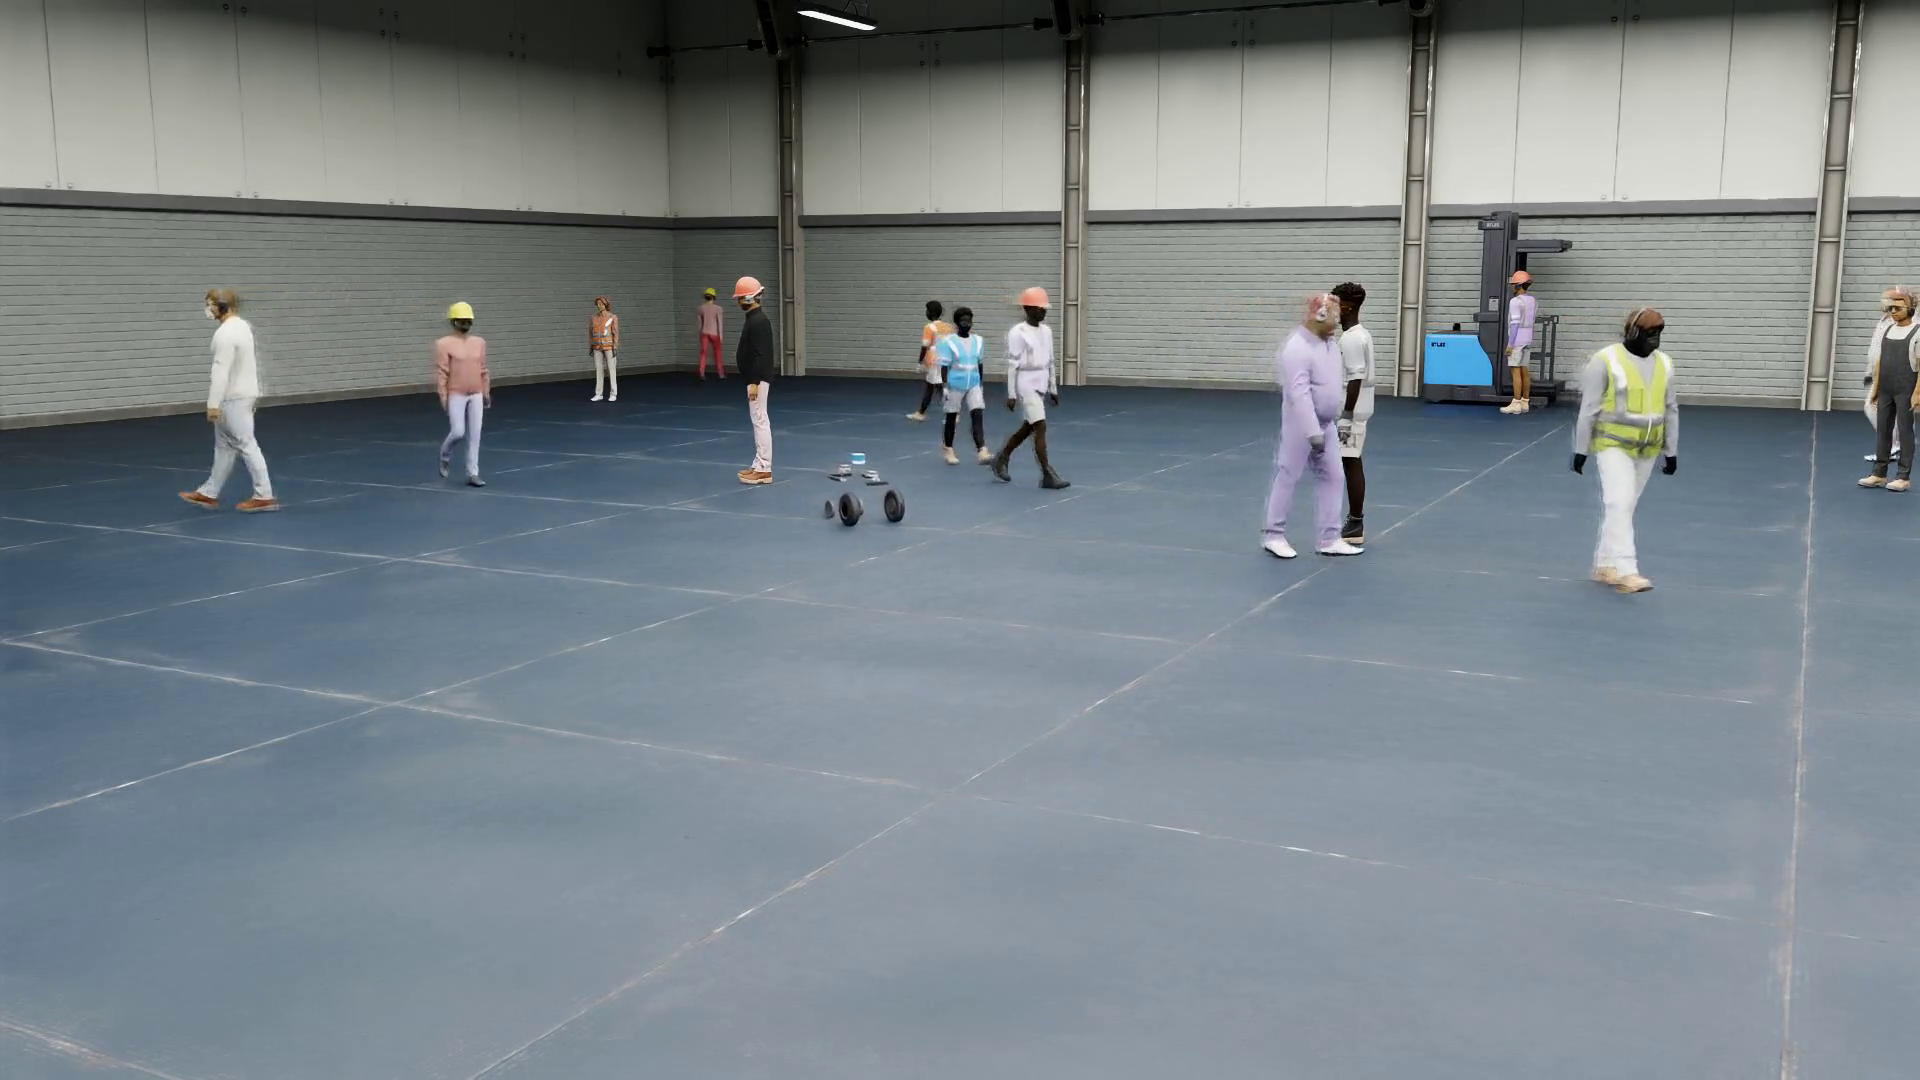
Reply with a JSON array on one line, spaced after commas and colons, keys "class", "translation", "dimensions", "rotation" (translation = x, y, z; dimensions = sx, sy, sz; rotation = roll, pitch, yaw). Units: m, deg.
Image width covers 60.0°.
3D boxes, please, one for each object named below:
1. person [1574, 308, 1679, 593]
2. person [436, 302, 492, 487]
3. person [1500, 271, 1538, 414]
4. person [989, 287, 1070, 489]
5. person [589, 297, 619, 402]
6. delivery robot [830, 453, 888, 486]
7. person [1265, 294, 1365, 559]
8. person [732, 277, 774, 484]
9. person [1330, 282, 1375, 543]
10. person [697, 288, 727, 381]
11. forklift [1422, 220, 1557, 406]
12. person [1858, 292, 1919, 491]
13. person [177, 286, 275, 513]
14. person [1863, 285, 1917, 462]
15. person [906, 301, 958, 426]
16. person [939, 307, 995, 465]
[{"class": "person", "translation": [4.329, -0.558, 10.583], "dimensions": [0.645, 1.802, 0.875], "rotation": [-3, 10, -15]}, {"class": "person", "translation": [-4.762, -1.395, 15.885], "dimensions": [0.484, 1.757, 0.523], "rotation": [8, 12, 42]}, {"class": "person", "translation": [8.040, -2.849, 23.977], "dimensions": [0.616, 2.041, 0.382], "rotation": [-9, 13, -43]}, {"class": "person", "translation": [0.646, -1.466, 15.905], "dimensions": [0.956, 1.904, 0.554], "rotation": [8, 12, 39]}, {"class": "person", "translation": [-5.594, -2.997, 26.132], "dimensions": [0.514, 1.641, 0.307], "rotation": [3, 10, 18]}, {"class": "delivery robot", "translation": [-0.834, -0.599, 13.722], "dimensions": [0.335, 0.223, 0.698], "rotation": [-5, 11, -30]}, {"class": "person", "translation": [2.521, -0.794, 11.793], "dimensions": [0.765, 1.876, 0.697], "rotation": [9, 13, 44]}, {"class": "person", "translation": [-2.005, -1.553, 16.161], "dimensions": [0.391, 1.986, 0.609], "rotation": [-1, 9, -8]}, {"class": "person", "translation": [2.947, -0.967, 12.608], "dimensions": [0.363, 1.963, 0.612], "rotation": [3, 10, 18]}, {"class": "person", "translation": [-4.657, -3.838, 31.070], "dimensions": [0.542, 1.727, 0.820], "rotation": [2, 10, 15]}, {"class": "forklift", "translation": [8.245, -3.527, 25.720], "dimensions": [1.873, 2.768, 1.129], "rotation": [5, 10, 27]}, {"class": "person", "translation": [8.796, -1.394, 15.614], "dimensions": [0.344, 1.847, 0.505], "rotation": [-4, 10, -22]}, {"class": "person", "translation": [-6.257, -1.175, 14.059], "dimensions": [0.825, 1.907, 0.657], "rotation": [-2, 9, -13]}, {"class": "person", "translation": [9.933, -1.778, 17.854], "dimensions": [0.448, 1.891, 0.648], "rotation": [3, 10, 16]}, {"class": "person", "translation": [-0.356, -2.351, 22.109], "dimensions": [0.865, 1.646, 0.549], "rotation": [5, 10, 28]}, {"class": "person", "translation": [0.065, -1.594, 17.401], "dimensions": [0.556, 1.655, 0.840], "rotation": [-5, 10, -26]}]
